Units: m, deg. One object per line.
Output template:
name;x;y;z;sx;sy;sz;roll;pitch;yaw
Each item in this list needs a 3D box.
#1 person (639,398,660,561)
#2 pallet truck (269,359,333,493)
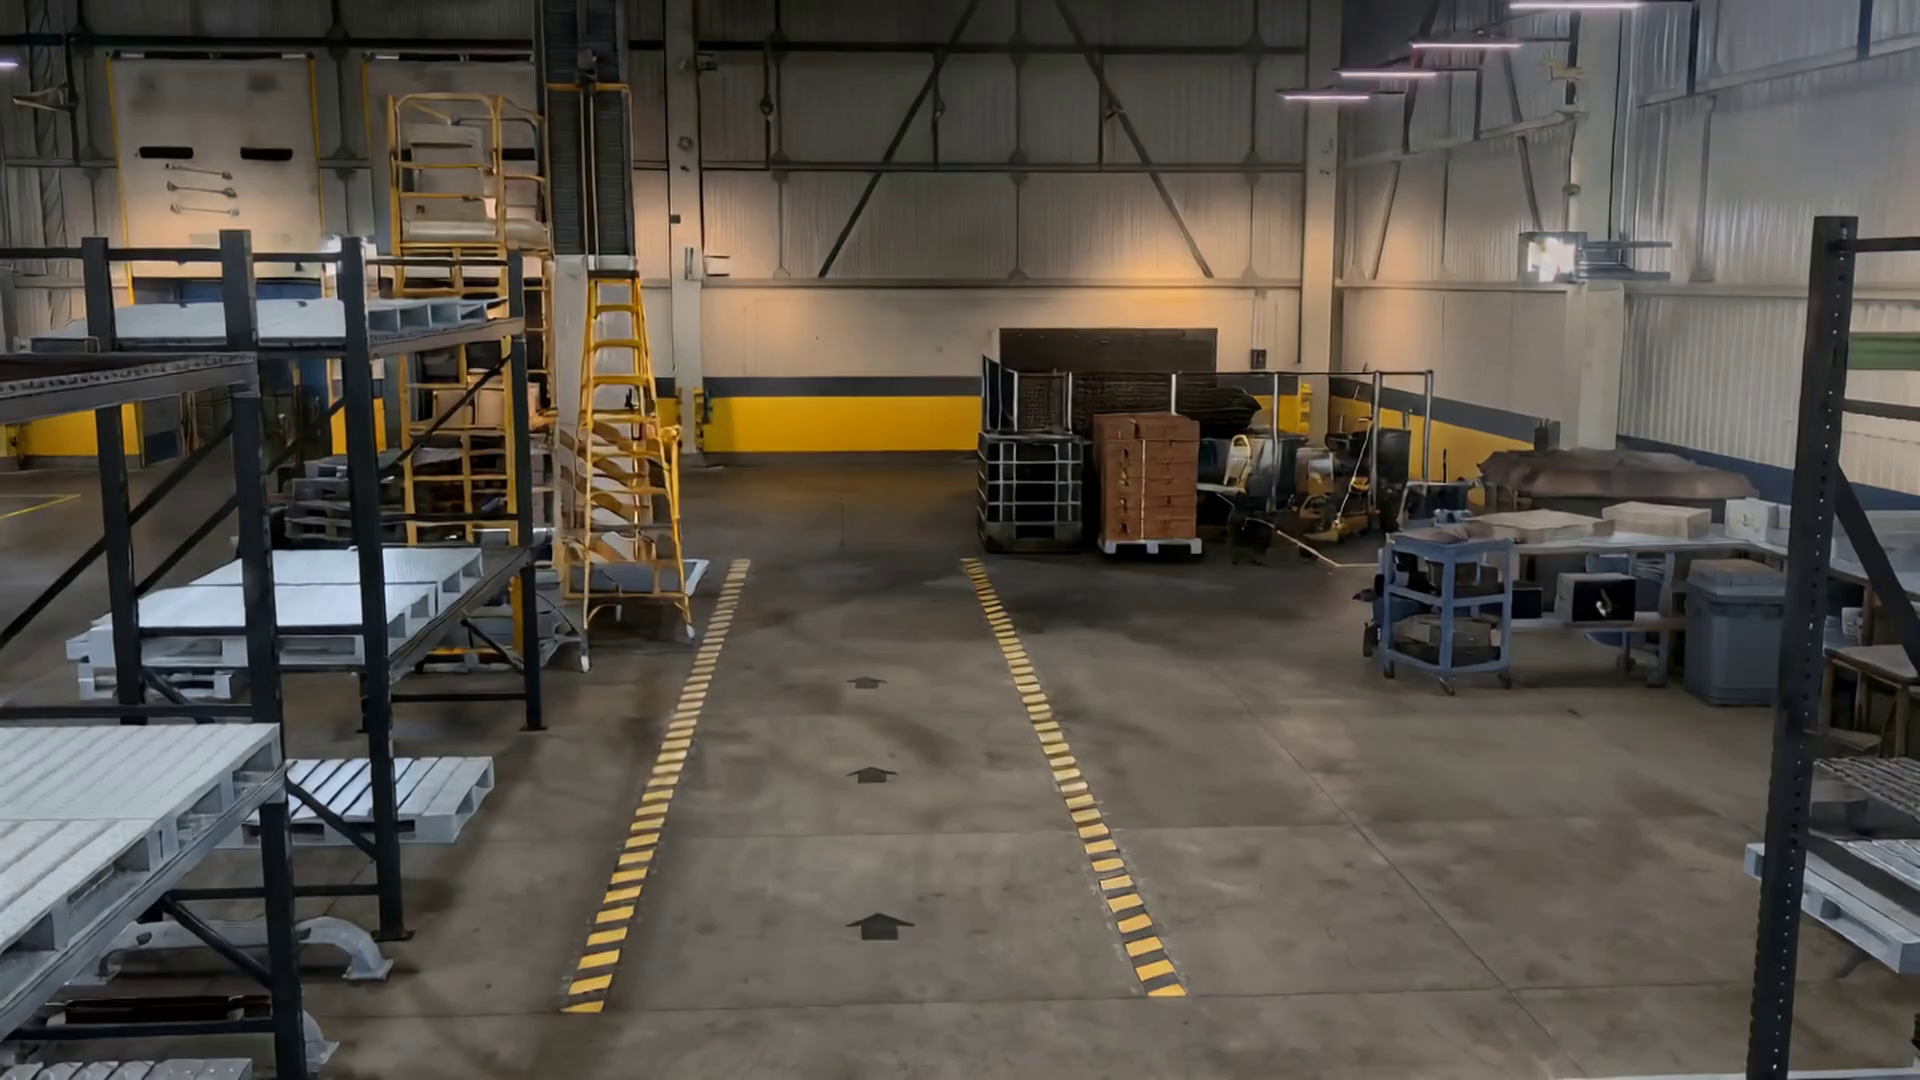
person;-3.220;-0.593;16.612;0.392;1.677;0.560;1;9;7
pallet truck;-7.062;-1.131;18.996;1.885;1.965;0.823;2;9;13
